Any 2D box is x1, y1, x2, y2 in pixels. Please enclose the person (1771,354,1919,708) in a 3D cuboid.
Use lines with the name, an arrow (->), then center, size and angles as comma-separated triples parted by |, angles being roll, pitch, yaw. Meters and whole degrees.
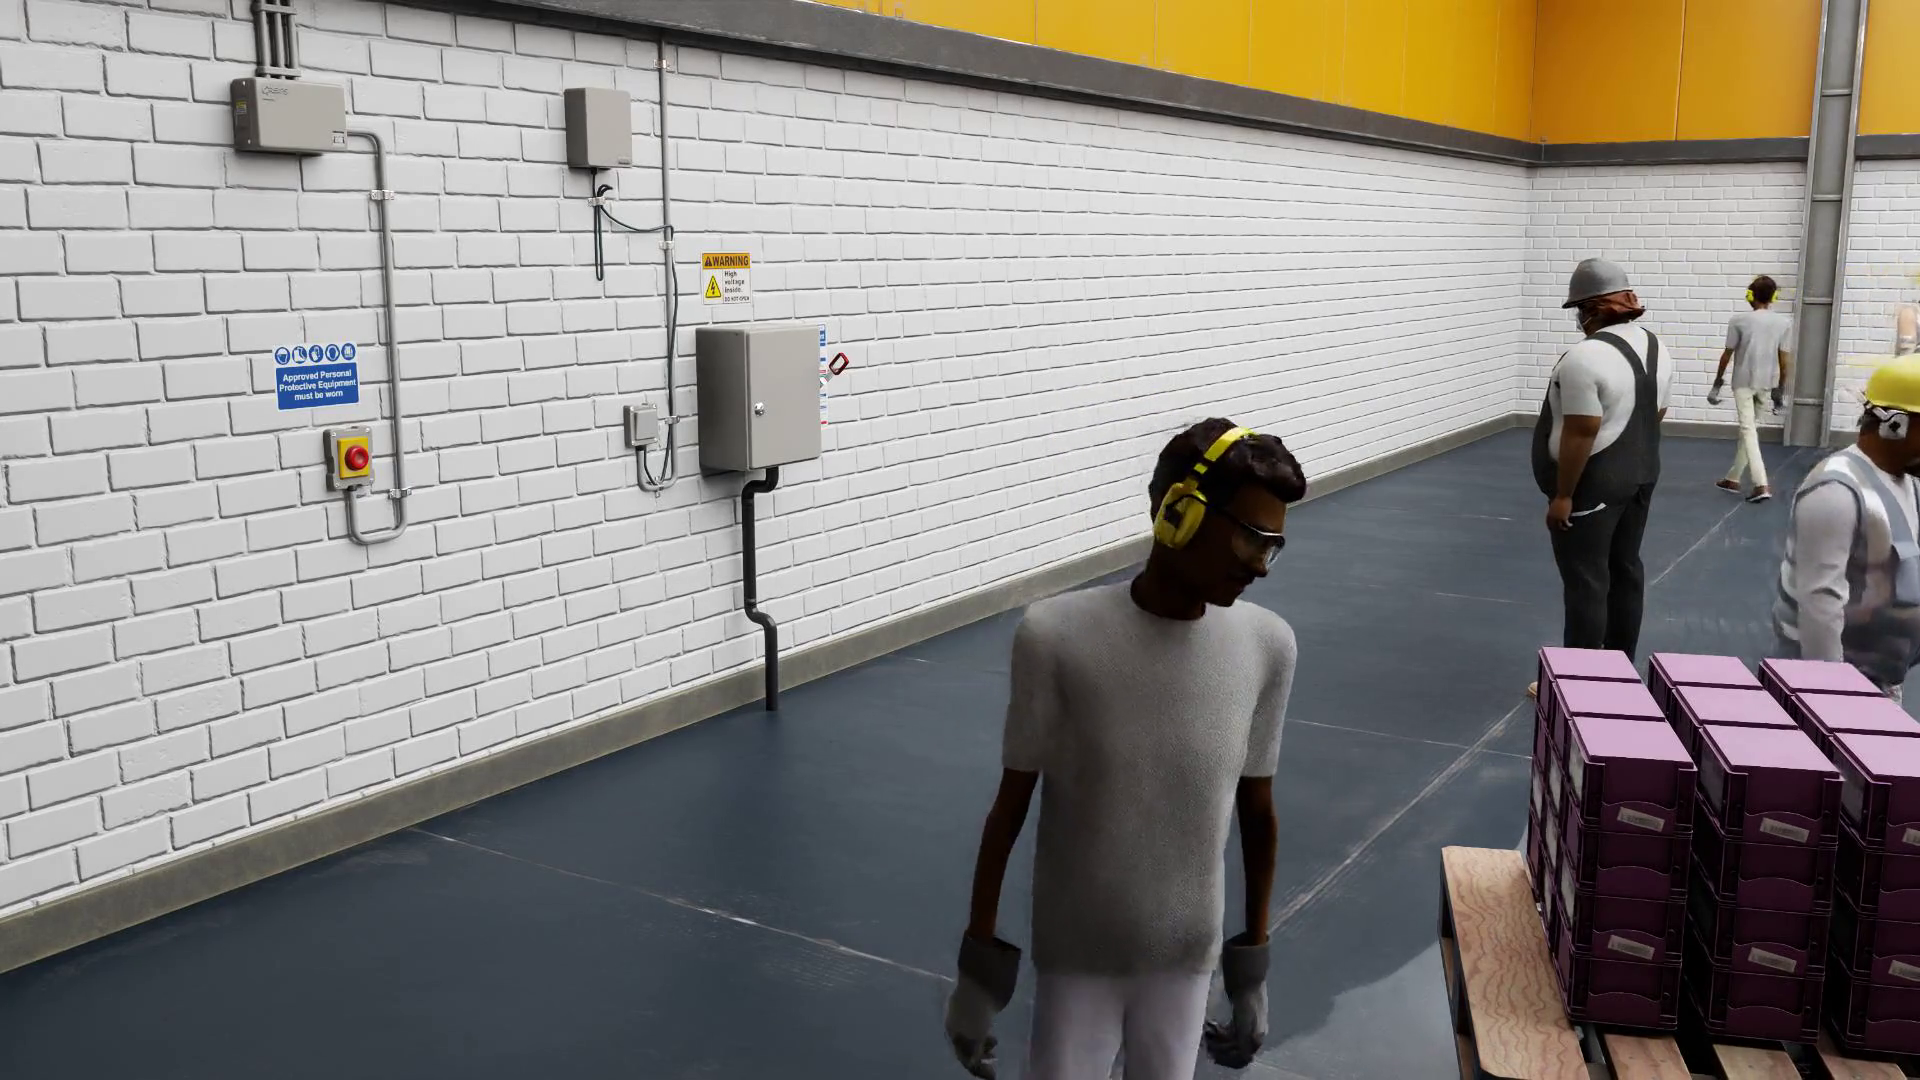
person -> 2.495, 0.334, 4.939 | 0.611, 1.798, 0.801 | -8, 13, -38

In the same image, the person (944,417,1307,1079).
person -> 0.251, 0.695, 2.812 | 0.603, 1.826, 0.610 | -2, 10, -11

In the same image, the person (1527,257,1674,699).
person -> 2.856, -0.268, 7.552 | 0.674, 2.000, 0.537 | -7, 13, -35

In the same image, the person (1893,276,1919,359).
person -> 8.401, -1.433, 14.490 | 0.599, 1.862, 0.996 | -6, 12, -31

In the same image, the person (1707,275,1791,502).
person -> 6.454, -1.241, 13.553 | 0.514, 1.832, 0.967 | -1, 10, -6
